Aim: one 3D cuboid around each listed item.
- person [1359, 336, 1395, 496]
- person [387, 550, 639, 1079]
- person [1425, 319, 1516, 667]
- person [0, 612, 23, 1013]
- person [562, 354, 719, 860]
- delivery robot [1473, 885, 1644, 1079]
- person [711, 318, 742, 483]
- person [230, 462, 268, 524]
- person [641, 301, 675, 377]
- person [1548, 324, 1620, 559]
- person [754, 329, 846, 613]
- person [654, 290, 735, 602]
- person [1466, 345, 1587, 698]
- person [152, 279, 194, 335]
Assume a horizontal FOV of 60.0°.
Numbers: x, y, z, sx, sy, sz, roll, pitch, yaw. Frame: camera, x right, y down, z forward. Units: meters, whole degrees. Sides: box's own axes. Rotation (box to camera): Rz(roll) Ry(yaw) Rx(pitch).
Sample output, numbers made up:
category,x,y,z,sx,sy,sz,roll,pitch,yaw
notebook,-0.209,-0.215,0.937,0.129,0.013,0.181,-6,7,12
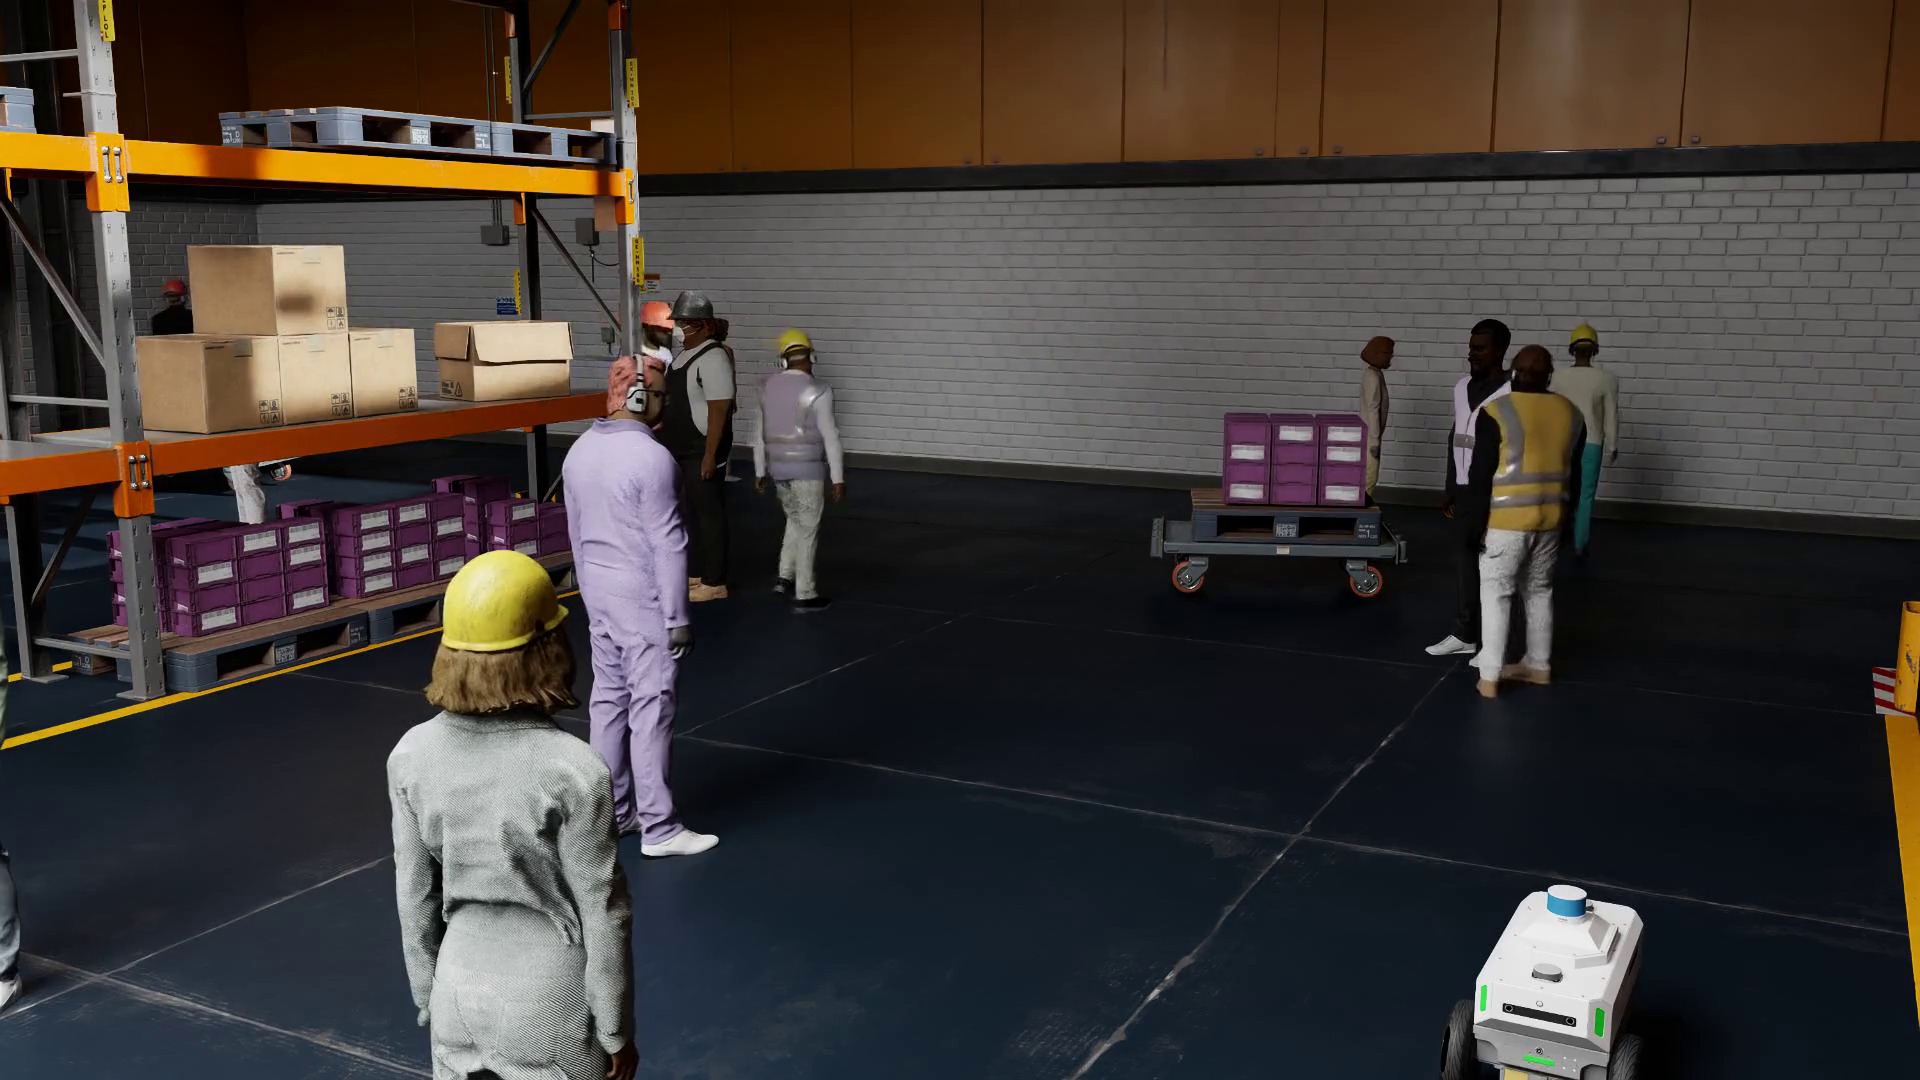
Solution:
category,x,y,z,sx,sy,sz,roll,pitch,yaw
person,3.314,-0.817,13.312,0.294,1.623,0.508,2,10,12
person,-0.821,0.880,3.138,0.487,1.746,0.287,3,10,19
person,2.924,-0.262,9.242,0.392,1.920,0.587,-5,11,-25
person,-3.042,0.626,4.929,0.497,1.633,0.284,3,10,14
person,-1.208,0.252,6.325,0.404,1.903,0.636,-9,14,-43
delivery robot,1.643,1.186,4.537,0.477,0.478,0.707,5,11,28
person,-2.420,-1.388,16.577,0.518,1.636,0.312,8,13,40
person,-5.248,-0.740,12.114,0.355,1.885,0.576,-7,12,-33
person,-2.283,-0.836,12.560,0.531,1.914,0.556,6,11,29
person,4.611,-0.724,12.377,0.546,1.764,0.377,5,11,27
person,-1.001,-0.432,10.571,0.698,1.797,0.424,7,12,33
person,-1.773,-0.622,10.978,0.538,2.000,0.684,-5,11,-28
person,2.909,-0.099,8.627,0.662,1.815,0.473,-3,10,-17
person,-8.798,-1.957,18.851,0.643,1.990,0.409,1,10,7
